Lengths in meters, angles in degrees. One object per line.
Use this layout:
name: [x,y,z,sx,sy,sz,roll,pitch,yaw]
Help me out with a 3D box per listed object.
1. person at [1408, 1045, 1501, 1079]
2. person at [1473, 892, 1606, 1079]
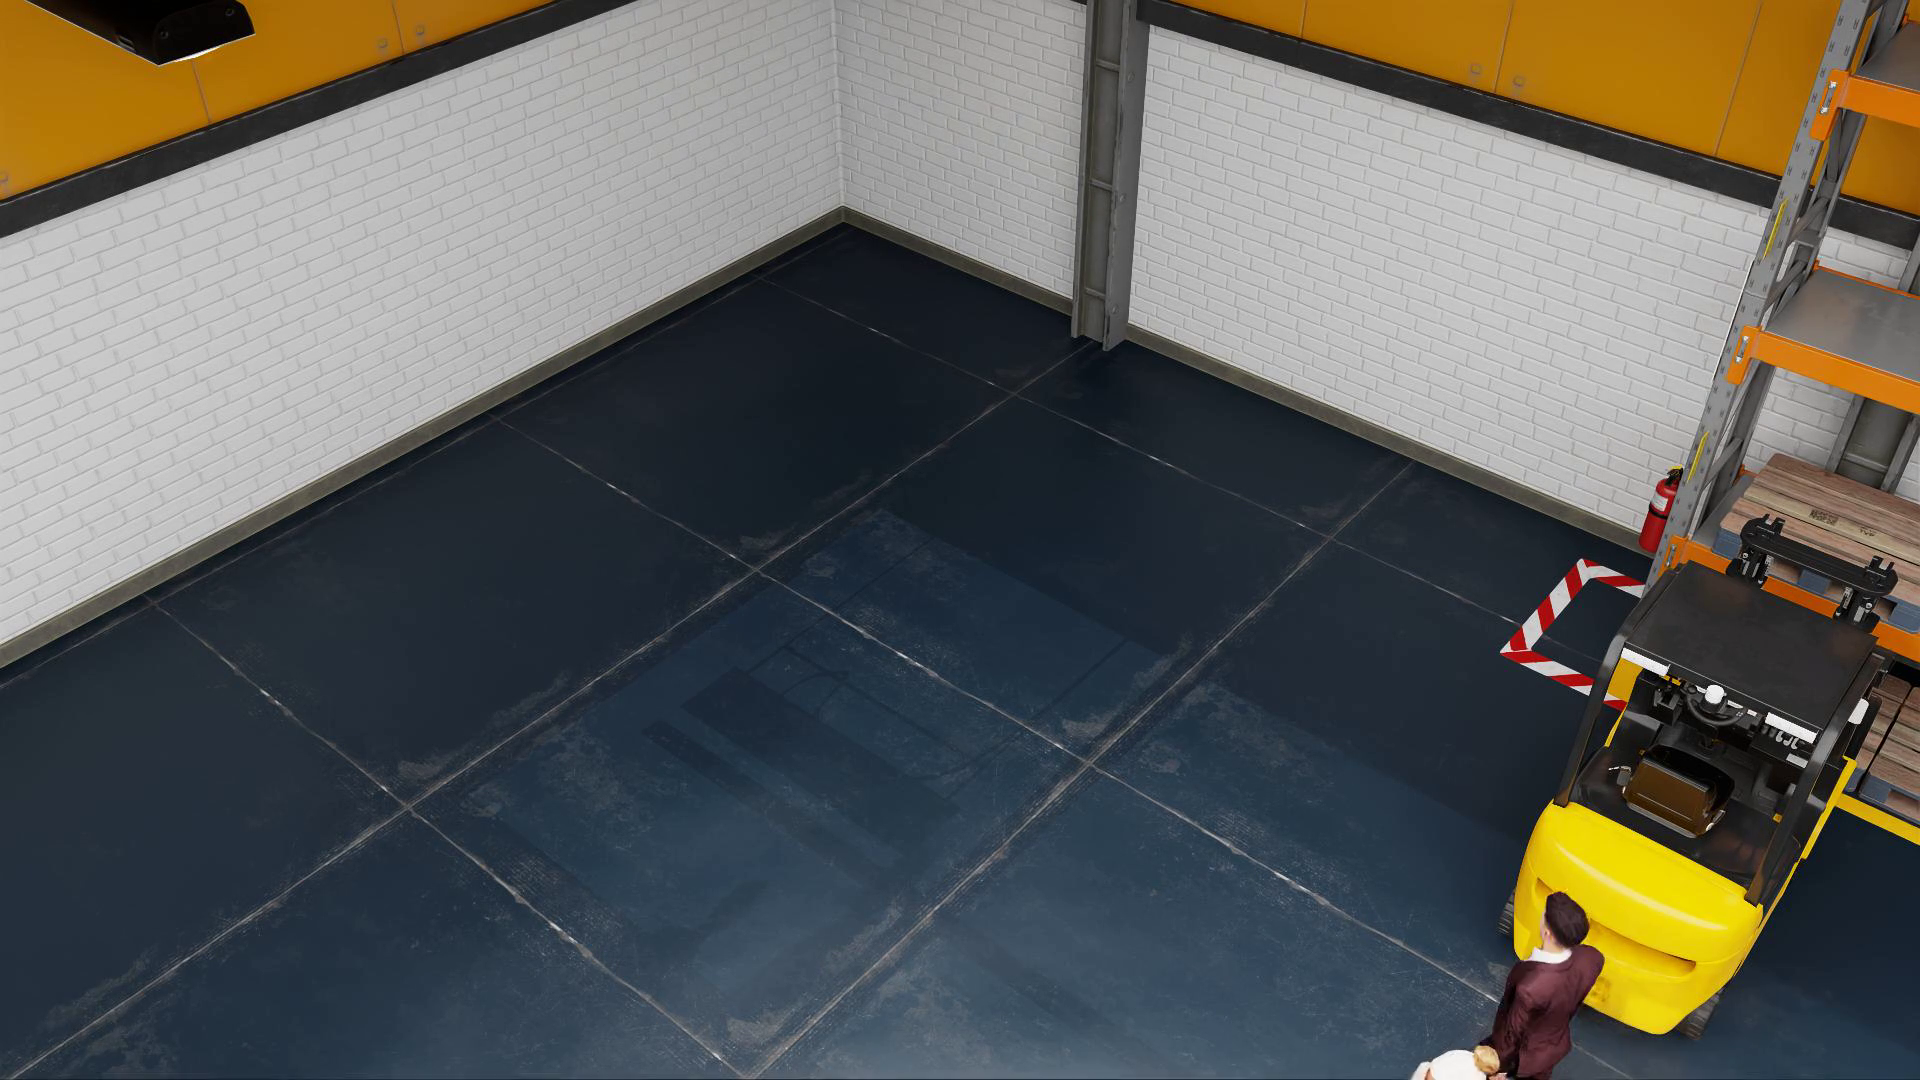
person: [2.139,2.787,7.327,0.871,1.879,0.790,-8,39,-10]
person: [2.743,2.413,7.828,0.969,1.837,1.225,-19,43,-23]
